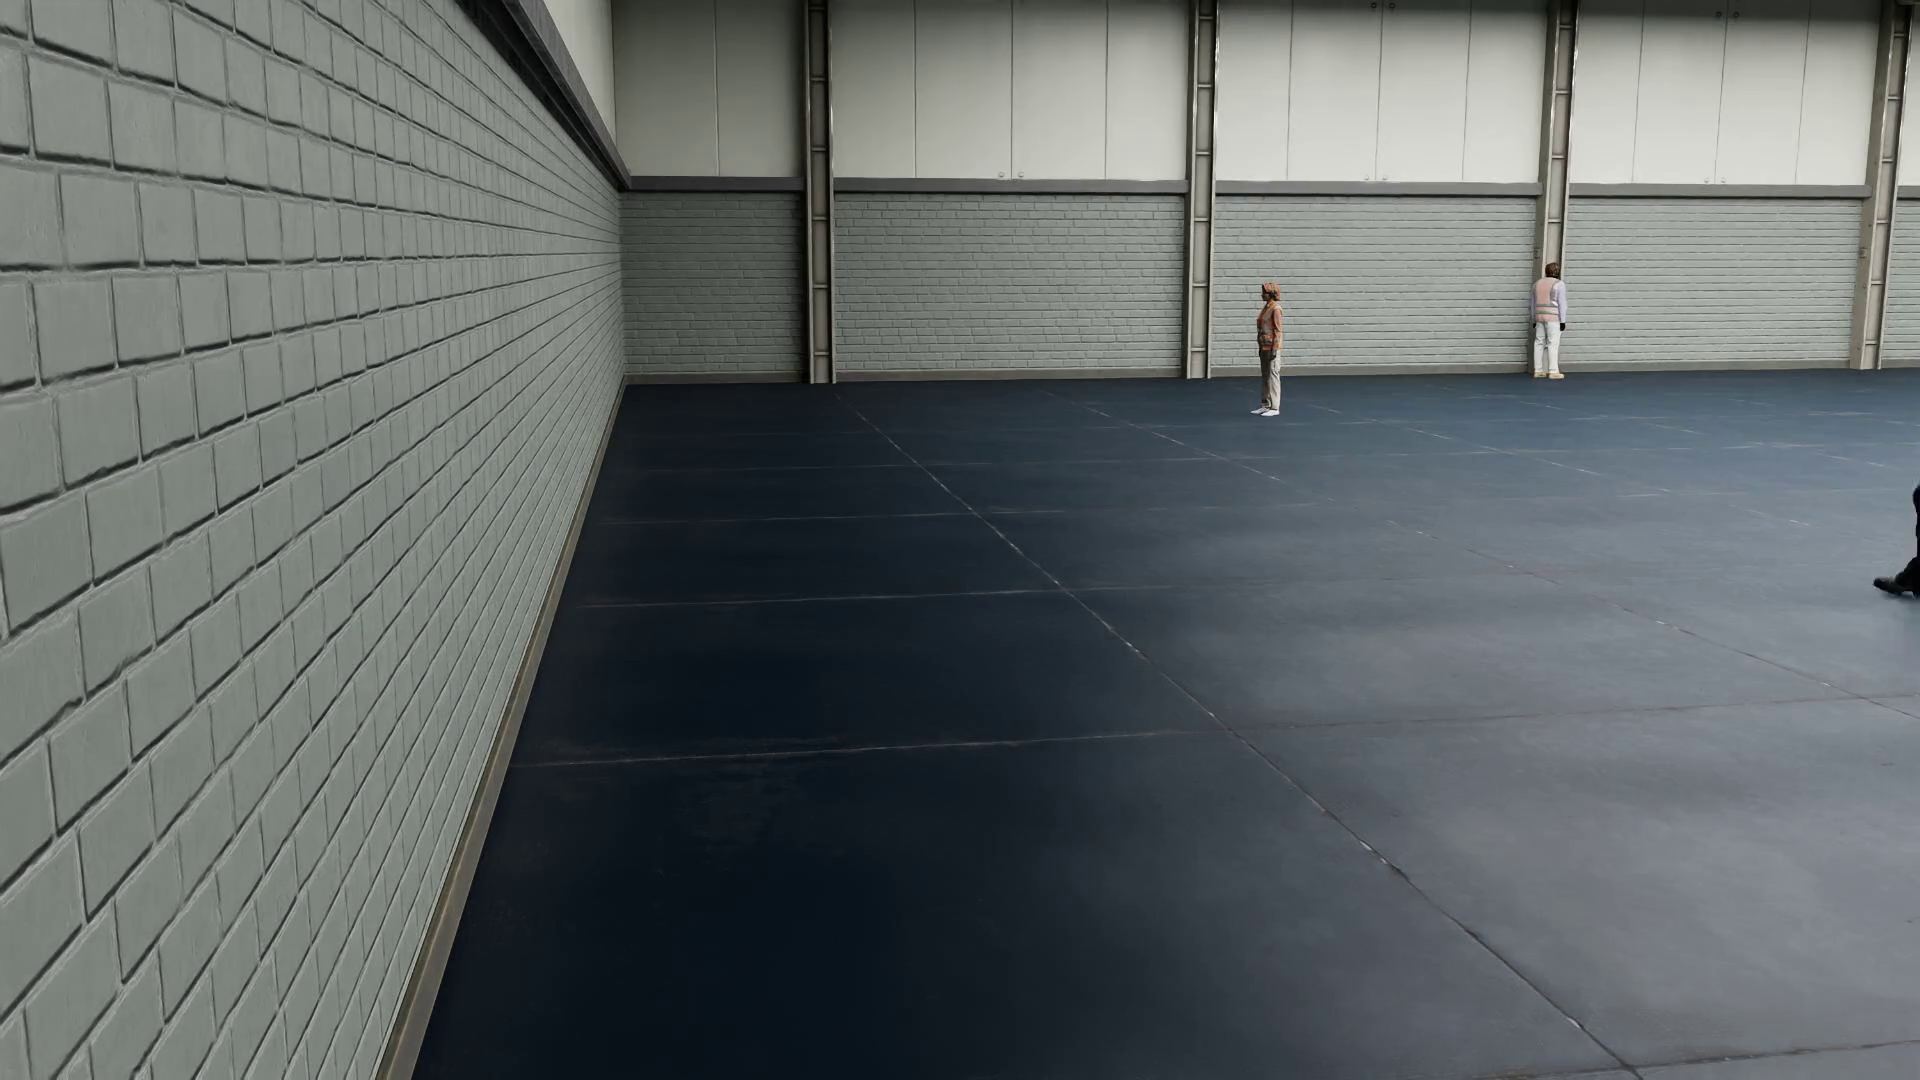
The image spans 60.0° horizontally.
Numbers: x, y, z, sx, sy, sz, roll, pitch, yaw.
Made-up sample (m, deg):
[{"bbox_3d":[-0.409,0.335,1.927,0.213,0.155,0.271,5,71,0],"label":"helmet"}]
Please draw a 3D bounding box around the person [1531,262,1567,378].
[{"bbox_3d":[9.425,-3.503,26.583,0.430,1.845,0.619,-6,12,-32],"label":"person"}]

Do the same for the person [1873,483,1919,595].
[{"bbox_3d":[5.744,-0.608,9.692,0.763,1.912,0.584,8,12,37],"label":"person"}]

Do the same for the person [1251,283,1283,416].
[{"bbox_3d":[3.810,-2.343,20.488,0.307,1.640,0.520,-2,10,-10],"label":"person"}]
